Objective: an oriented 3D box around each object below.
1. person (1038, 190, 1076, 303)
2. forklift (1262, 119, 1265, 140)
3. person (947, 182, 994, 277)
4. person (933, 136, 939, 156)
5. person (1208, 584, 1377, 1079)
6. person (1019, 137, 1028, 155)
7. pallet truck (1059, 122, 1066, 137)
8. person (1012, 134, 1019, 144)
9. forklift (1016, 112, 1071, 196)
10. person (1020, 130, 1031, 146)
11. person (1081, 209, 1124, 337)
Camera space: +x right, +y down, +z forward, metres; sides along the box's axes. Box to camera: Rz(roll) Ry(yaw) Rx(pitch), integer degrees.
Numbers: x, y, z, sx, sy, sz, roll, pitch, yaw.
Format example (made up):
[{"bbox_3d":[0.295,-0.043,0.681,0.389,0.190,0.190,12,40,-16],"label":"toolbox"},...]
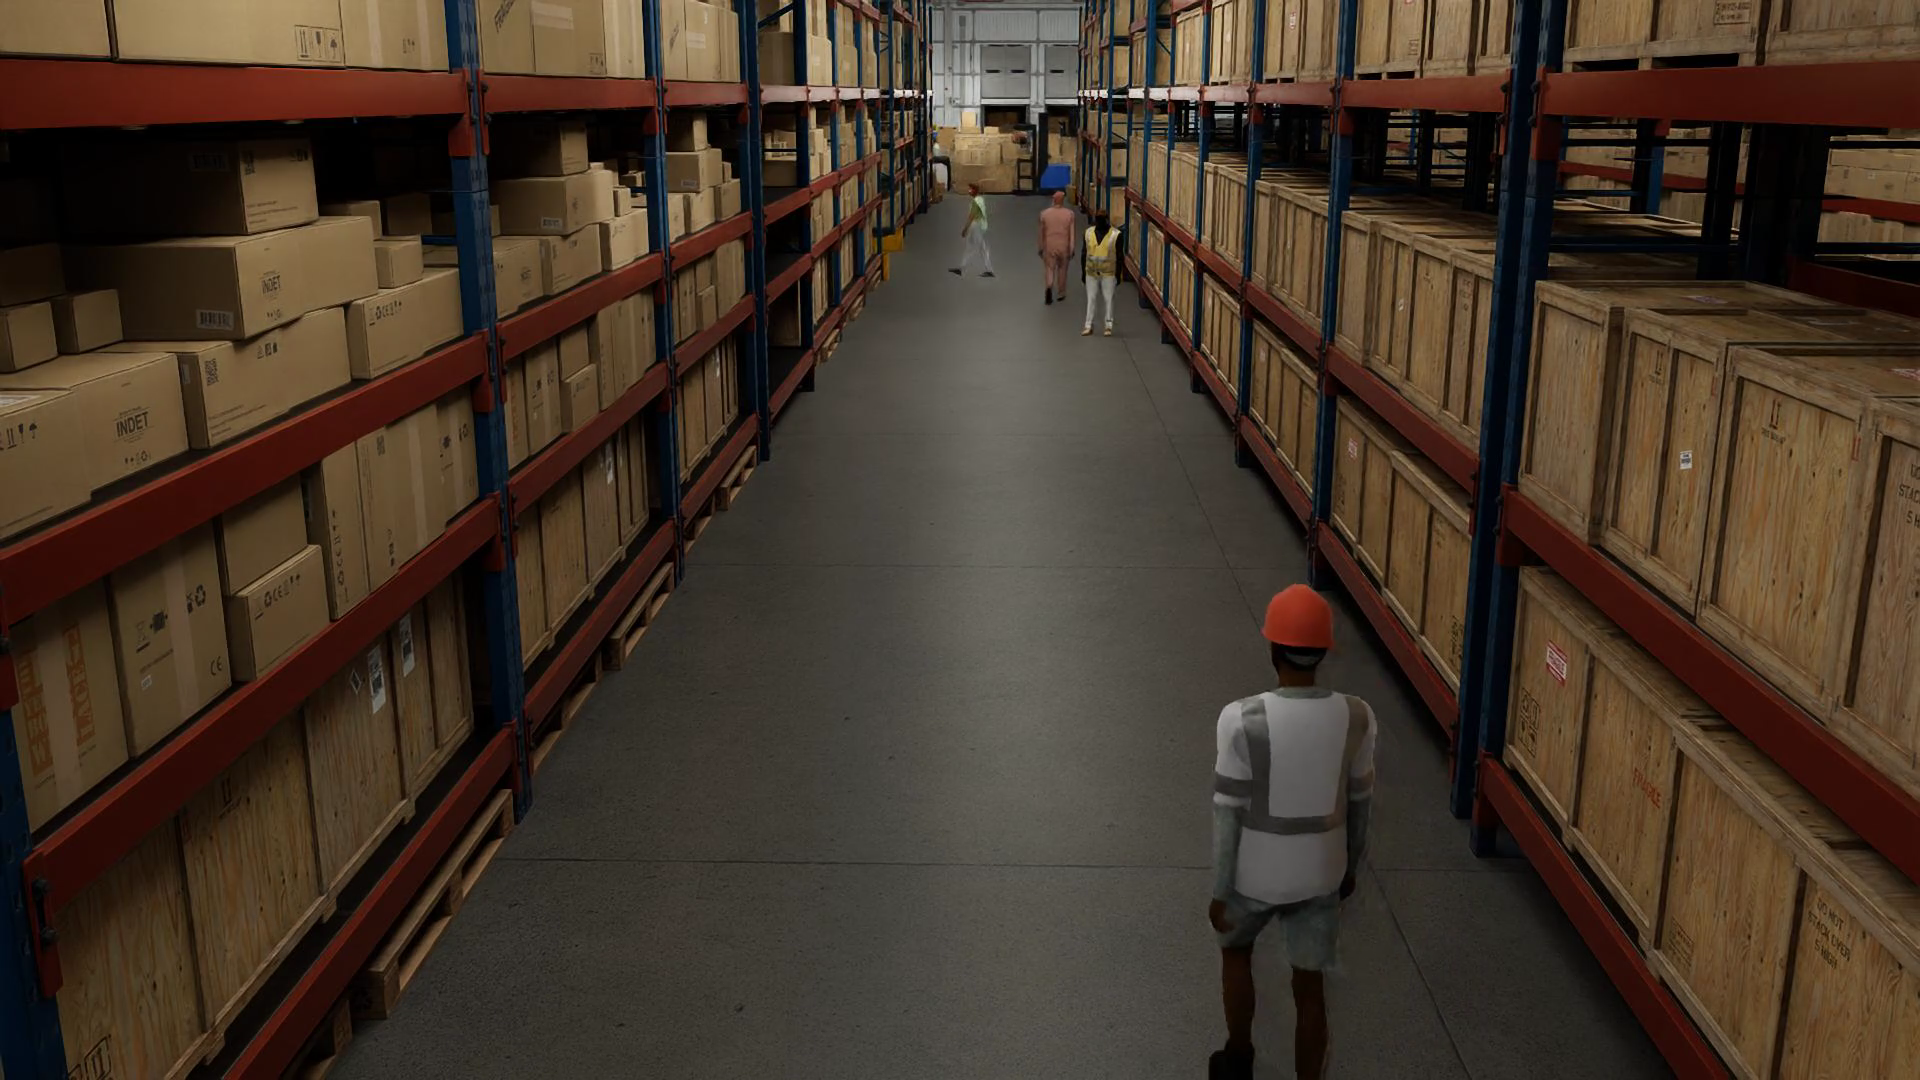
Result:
[{"bbox_3d":[1.637,-4.957,28.136,0.652,1.878,0.812,2,15,9],"label":"person"},{"bbox_3d":[7.859,-9.607,43.536,1.873,2.768,1.129,0,15,2],"label":"forklift"},{"bbox_3d":[0.214,-5.970,32.050,0.953,1.798,0.568,1,15,3],"label":"person"},{"bbox_3d":[-0.869,-14.123,62.184,0.837,1.913,0.633,-3,15,-11],"label":"person"},{"bbox_3d":[1.089,1.076,5.619,0.568,1.908,0.718,-2,15,-7],"label":"person"},{"bbox_3d":[2.388,-14.478,63.631,0.429,1.841,0.633,-6,16,-20],"label":"person"},{"bbox_3d":[5.788,-21.111,88.014,1.885,1.965,0.823,5,16,18],"label":"pallet truck"},{"bbox_3d":[2.004,-14.259,62.599,0.891,1.951,0.644,-7,16,-23],"label":"person"},{"bbox_3d":[2.864,-13.167,56.781,1.873,2.768,1.129,0,15,2],"label":"forklift"},{"bbox_3d":[3.436,-21.044,88.005,0.995,1.873,0.588,11,18,35],"label":"person"},{"bbox_3d":[2.053,-3.882,24.204,0.620,1.845,0.430,6,16,20],"label":"person"}]
